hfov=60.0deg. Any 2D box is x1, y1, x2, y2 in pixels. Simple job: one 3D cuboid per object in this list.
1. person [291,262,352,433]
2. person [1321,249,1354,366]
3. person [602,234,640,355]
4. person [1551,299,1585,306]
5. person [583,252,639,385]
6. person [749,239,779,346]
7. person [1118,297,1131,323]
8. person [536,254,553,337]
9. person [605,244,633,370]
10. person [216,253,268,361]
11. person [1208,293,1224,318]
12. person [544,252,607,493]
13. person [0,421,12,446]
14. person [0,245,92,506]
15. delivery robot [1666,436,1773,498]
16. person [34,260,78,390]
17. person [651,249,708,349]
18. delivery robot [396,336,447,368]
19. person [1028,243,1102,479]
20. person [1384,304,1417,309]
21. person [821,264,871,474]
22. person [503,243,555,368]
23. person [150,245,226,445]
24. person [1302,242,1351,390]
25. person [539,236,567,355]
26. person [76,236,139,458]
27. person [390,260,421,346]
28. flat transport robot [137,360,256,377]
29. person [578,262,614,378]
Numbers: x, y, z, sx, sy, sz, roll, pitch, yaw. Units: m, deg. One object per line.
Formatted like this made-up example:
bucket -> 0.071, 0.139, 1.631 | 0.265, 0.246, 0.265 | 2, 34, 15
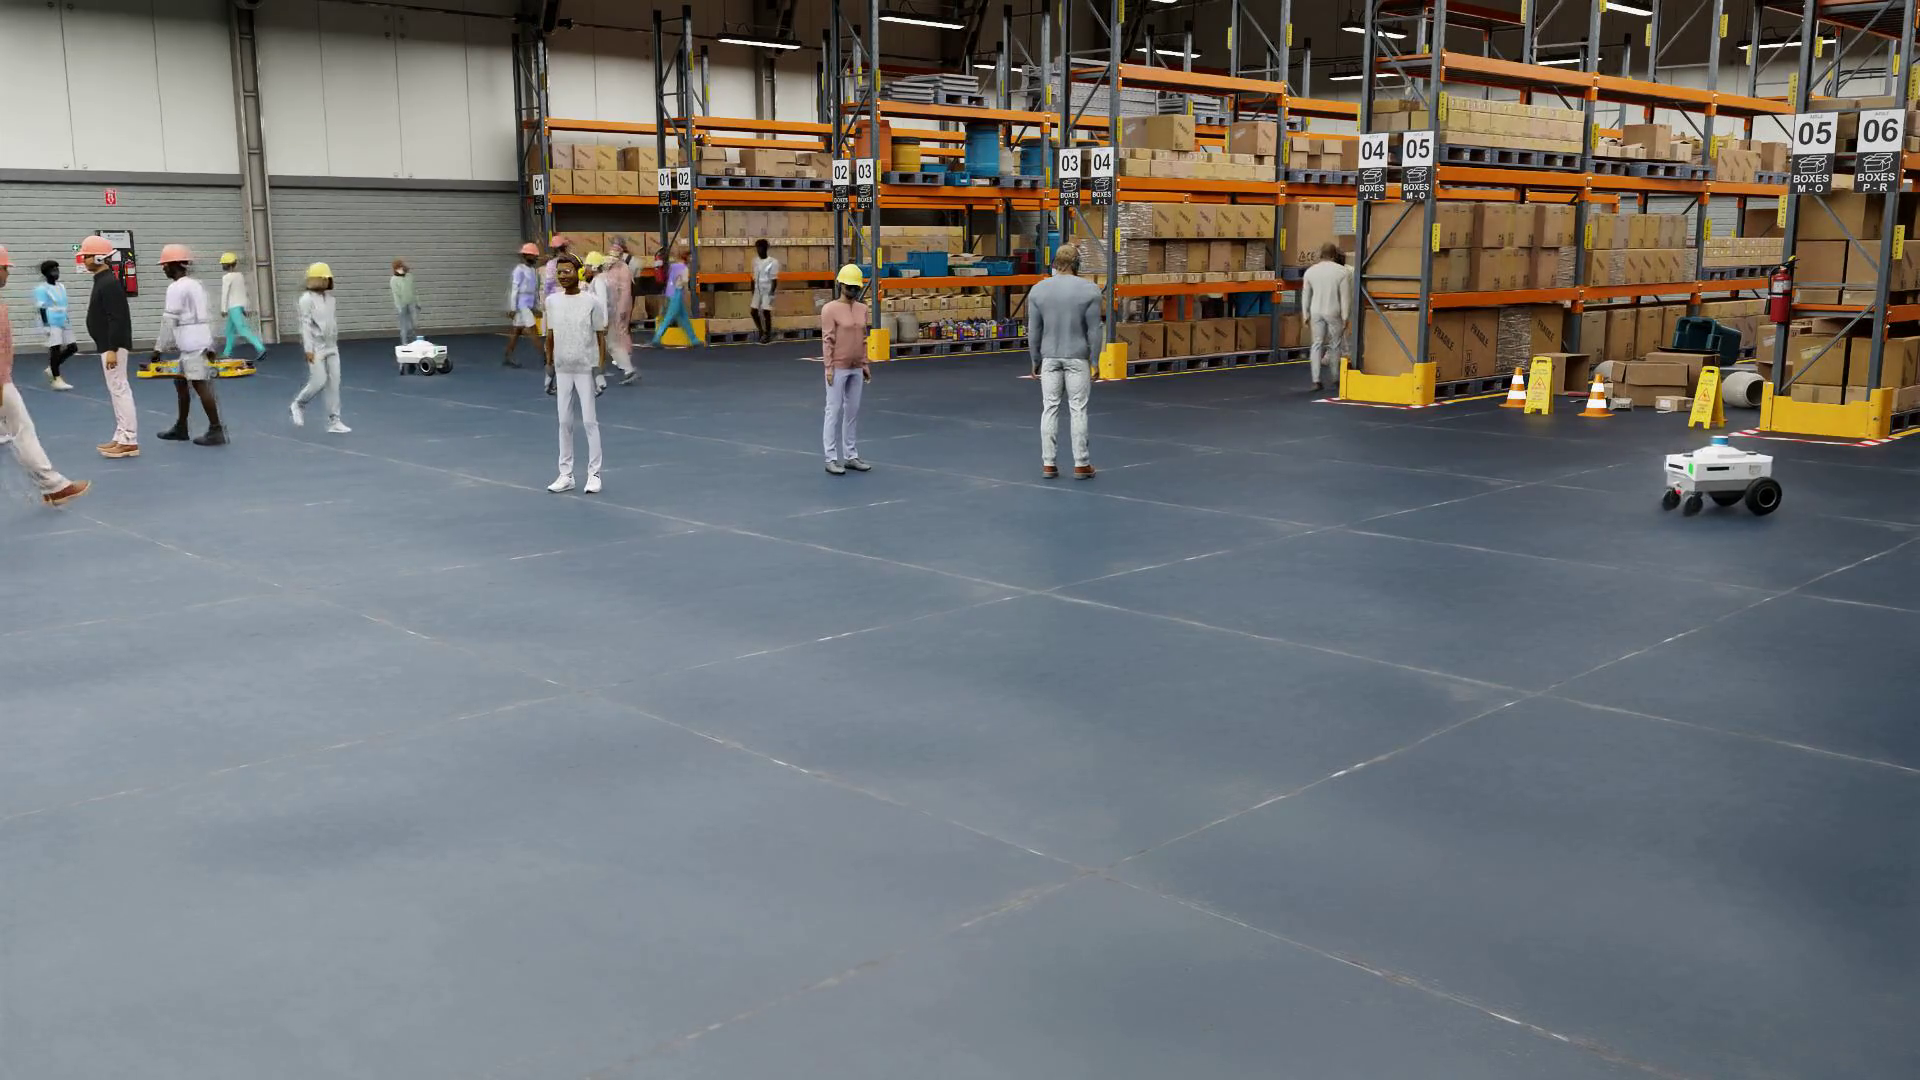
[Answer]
person -> -6.542, -1.964, 16.970 | 0.555, 1.729, 0.497 | 4, 11, 20
person -> 5.904, -3.644, 25.983 | 0.945, 1.803, 0.653 | -9, 14, -40
person -> -5.659, -4.036, 27.551 | 0.708, 2.000, 0.537 | -8, 13, -36
person -> 10.356, -4.157, 28.149 | 0.736, 2.024, 0.624 | -7, 12, -32
person -> -4.770, -2.956, 22.249 | 0.919, 1.793, 0.598 | -1, 10, -6
person -> -3.601, -4.511, 30.322 | 0.650, 1.932, 0.494 | 5, 12, 27
person -> 3.586, -5.527, 36.189 | 0.594, 1.817, 0.448 | 7, 13, 34
person -> -8.107, -4.813, 32.764 | 0.515, 1.640, 0.315 | 2, 11, 11
person -> -5.120, -3.501, 24.997 | 0.472, 1.870, 0.751 | -6, 12, -31
person -> -11.538, -3.721, 26.587 | 0.881, 1.728, 0.528 | 1, 10, 3
person -> 4.420, -4.127, 28.063 | 0.402, 1.990, 0.622 | -6, 12, -29
person -> -3.022, -1.309, 13.031 | 0.528, 1.871, 0.323 | 2, 11, 11
person -> -9.260, -1.597, 15.345 | 0.529, 1.593, 0.882 | 9, 14, 41
person -> -6.916, -1.171, 12.043 | 0.634, 1.942, 0.999 | 7, 13, 34
delivery robot -> 5.551, -0.519, 12.172 | 0.707, 0.478, 0.477 | -2, 11, -11
person -> -11.796, -2.801, 21.672 | 0.403, 1.683, 0.553 | 1, 10, 6
person -> -5.052, -4.292, 29.620 | 1.045, 1.763, 0.575 | -4, 11, -22
delivery robot -> -7.835, -2.722, 24.184 | 0.707, 0.478, 0.477 | 3, 11, 17
person -> 0.869, -1.481, 13.797 | 0.628, 1.934, 0.375 | 3, 11, 18
person -> 6.813, -3.642, 25.723 | 0.574, 1.883, 0.356 | 10, 14, 43
person -> -0.949, -1.449, 14.107 | 0.336, 1.759, 0.523 | 9, 14, 41
person -> -6.494, -3.539, 25.159 | 1.032, 1.872, 0.557 | 1, 10, 7
person -> -7.494, -1.863, 15.967 | 0.827, 1.903, 0.567 | -1, 10, -5
person -> 4.798, -2.925, 21.750 | 0.646, 1.926, 0.671 | 5, 12, 27
person -> -6.409, -3.870, 26.675 | 1.105, 1.980, 0.626 | 6, 12, 31
person -> -7.755, -1.760, 15.151 | 0.395, 1.994, 0.612 | -6, 12, -29
person -> -9.270, -3.887, 27.857 | 0.438, 1.592, 0.581 | 9, 13, 39
flat transport robot -> -10.929, -2.467, 23.824 | 1.431, 0.197, 0.652 | -1, 10, -5
person -> -5.146, -3.046, 23.161 | 0.674, 1.614, 0.540 | -8, 13, -37
